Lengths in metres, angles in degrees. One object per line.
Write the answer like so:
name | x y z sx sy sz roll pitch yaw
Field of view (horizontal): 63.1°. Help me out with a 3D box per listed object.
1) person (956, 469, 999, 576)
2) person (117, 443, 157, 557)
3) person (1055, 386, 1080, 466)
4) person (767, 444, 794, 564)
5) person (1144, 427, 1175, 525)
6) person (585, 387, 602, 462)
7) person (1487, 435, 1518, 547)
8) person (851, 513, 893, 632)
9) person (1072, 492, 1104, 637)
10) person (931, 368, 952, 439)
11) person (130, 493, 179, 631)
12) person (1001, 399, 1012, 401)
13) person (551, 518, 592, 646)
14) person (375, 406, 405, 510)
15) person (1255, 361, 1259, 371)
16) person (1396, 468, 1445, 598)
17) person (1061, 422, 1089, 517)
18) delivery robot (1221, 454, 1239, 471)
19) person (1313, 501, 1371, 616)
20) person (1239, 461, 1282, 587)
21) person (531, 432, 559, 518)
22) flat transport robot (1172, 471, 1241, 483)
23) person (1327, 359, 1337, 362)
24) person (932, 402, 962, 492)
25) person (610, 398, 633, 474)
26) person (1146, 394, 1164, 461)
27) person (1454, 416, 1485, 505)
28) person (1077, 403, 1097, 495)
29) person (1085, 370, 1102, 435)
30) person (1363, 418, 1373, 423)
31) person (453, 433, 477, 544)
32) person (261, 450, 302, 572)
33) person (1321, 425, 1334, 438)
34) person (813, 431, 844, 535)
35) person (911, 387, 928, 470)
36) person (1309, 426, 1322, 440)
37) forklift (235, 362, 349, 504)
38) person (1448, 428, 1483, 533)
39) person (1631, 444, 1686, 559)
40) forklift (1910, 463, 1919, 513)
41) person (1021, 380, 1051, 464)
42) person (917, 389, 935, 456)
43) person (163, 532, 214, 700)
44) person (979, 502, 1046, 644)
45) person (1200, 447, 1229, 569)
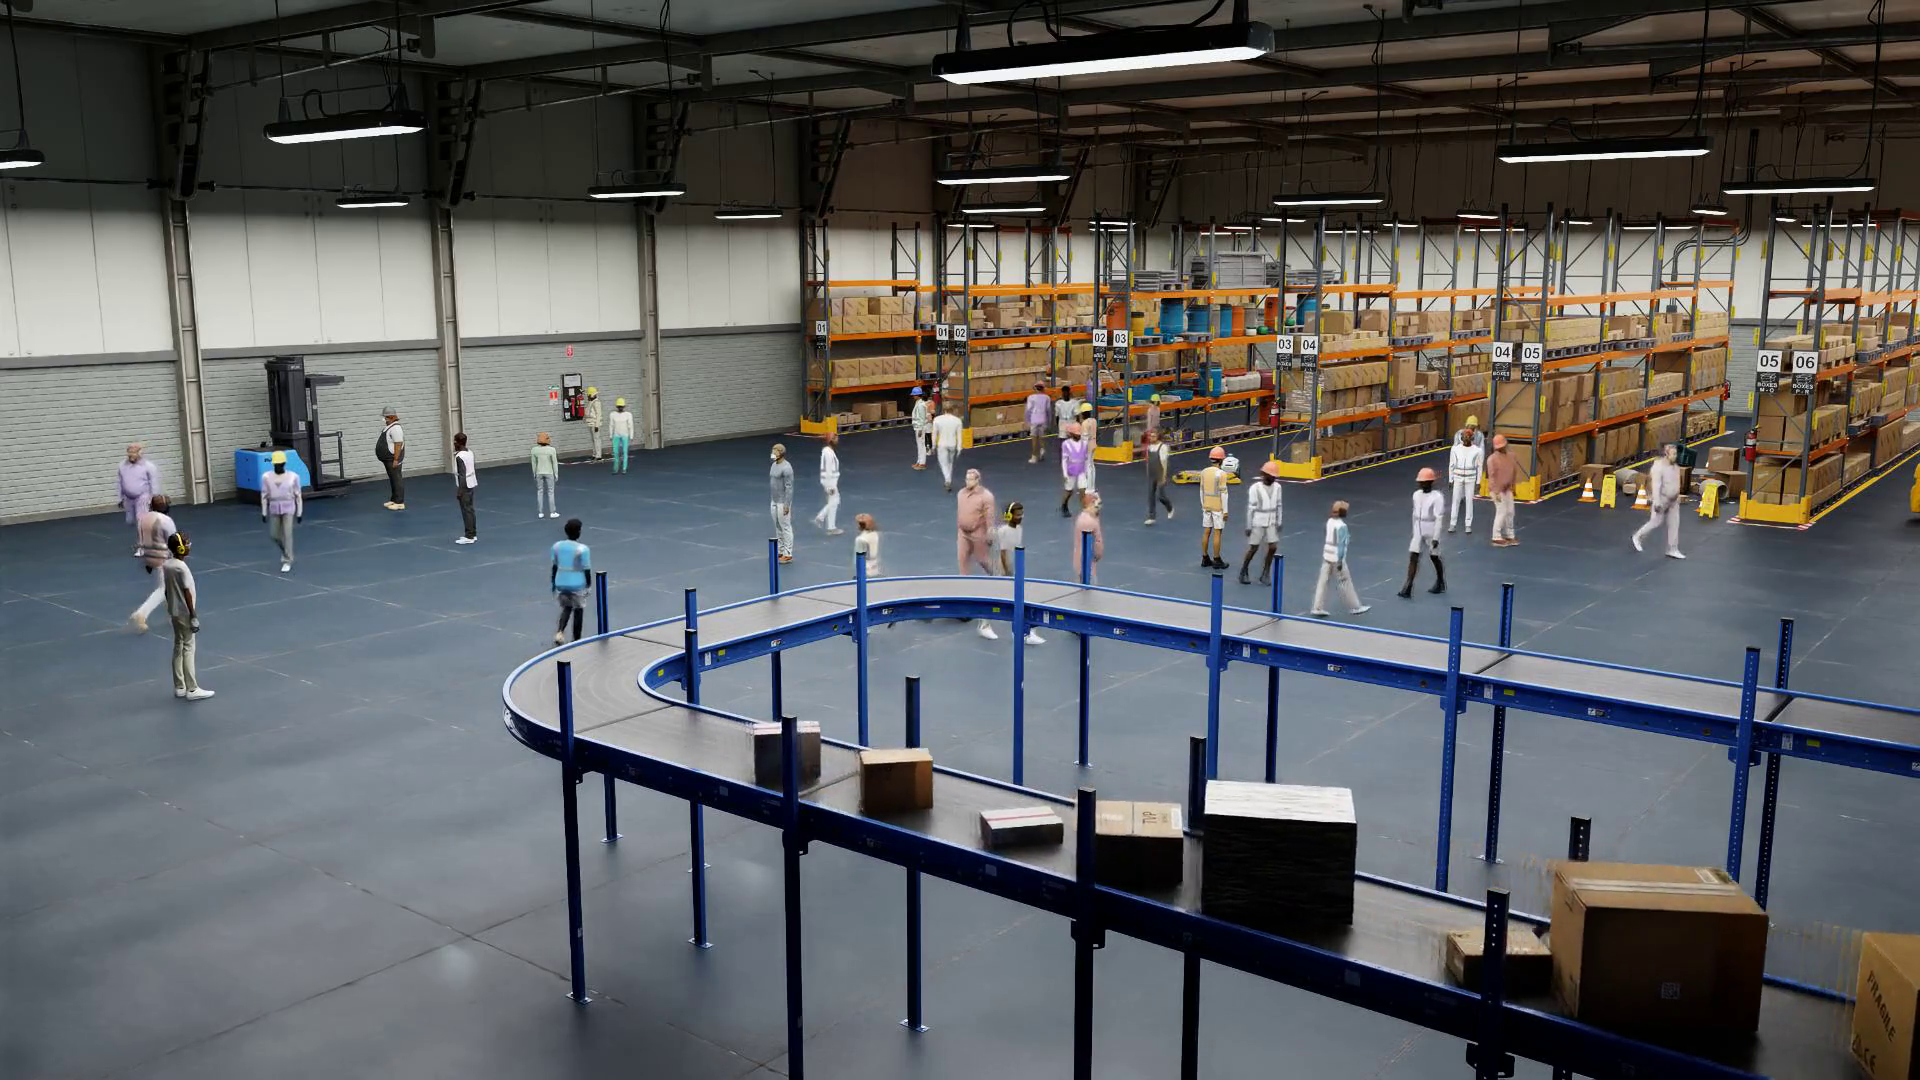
person | 0.240 -0.119 22.849 0.650 1.883 0.822 7 12 35
person | -13.707 -0.702 26.141 0.646 1.882 0.754 1 10 5
person | 2.591 -2.765 37.660 0.607 1.924 0.993 2 10 10
person | -2.915 -0.602 25.394 0.366 1.939 0.635 -6 12 -31
person | 3.713 -1.191 29.038 0.588 1.825 0.537 -8 13 -39
person | -8.958 -2.831 38.243 0.404 1.828 0.603 -5 11 -26
person | 9.310 -0.855 26.844 0.664 1.937 0.400 -5 11 -27
person | -1.179 0.446 20.402 0.522 1.619 0.525 5 11 25
person | 1.662 0.304 20.504 0.451 1.868 0.694 1 10 3
person | -0.517 -3.771 43.102 0.629 1.992 1.042 9 13 40
person | -10.643 0.292 20.726 0.618 1.813 0.792 8 13 39
person | 1.408 -4.516 47.426 0.372 1.939 0.629 -10 14 -43
person | -4.853 0.570 19.524 0.584 1.674 0.386 3 11 17
person | -11.261 -1.614 30.925 0.539 2.000 0.688 -6 12 -30
person | 10.460 -5.923 56.276 0.522 1.599 0.704 -2 10 -9
person | 6.813 -0.118 22.836 0.980 1.890 0.563 -7 12 -35
person | 2.149 -1.295 29.483 0.550 1.891 0.849 -2 10 -13
delivery robot | 6.110 -1.701 35.333 0.477 0.478 0.707 3 10 15
person | 5.241 0.260 21.484 0.832 1.595 0.533 -2 10 -12
person | 4.566 -0.267 23.627 0.568 1.911 0.640 -4 11 -21
person | -7.910 -1.239 29.844 0.500 1.633 0.280 1 10 3
flat transport robot | 5.470 -1.403 34.715 1.431 0.197 0.652 0 10 1
person | 12.660 -5.486 52.918 0.543 1.928 0.373 9 14 42
person | -0.257 -1.979 33.244 0.631 1.916 0.871 -3 10 -15
person | -7.768 -2.366 35.826 0.553 1.746 0.637 0 10 -3
person | 4.640 -2.583 37.049 0.479 1.747 0.555 7 12 36
person | 10.221 -1.591 31.414 0.610 1.773 0.928 2 10 10
person | 2.672 -1.920 32.843 0.366 1.928 0.585 5 11 25
person | 3.765 -3.879 44.169 0.441 1.853 0.579 -9 14 -42
person | 12.331 -4.502 47.254 0.629 1.970 0.753 9 14 42
person | -8.596 -0.909 27.181 0.377 1.917 0.599 0 10 -3
person | -10.720 -0.479 24.771 0.600 1.914 0.618 -1 10 -8
person | 10.135 -3.710 43.178 0.621 1.839 0.429 9 13 41
person | -2.316 -1.023 27.964 0.459 1.865 0.596 -2 10 -11
person | -0.962 -2.631 36.809 0.402 1.941 0.602 -1 10 -7
person | 8.920 -3.015 39.171 0.521 1.873 0.334 9 14 42
forklift | -13.803 -2.244 32.110 1.129 2.768 1.873 8 13 37
person | 9.103 -1.074 28.203 0.575 1.886 0.362 4 11 24
person | 11.648 -0.667 25.942 0.647 1.881 0.862 -5 11 -28
forklift | 19.034 -1.348 28.998 2.313 2.155 1.214 8 13 37
person | 1.847 -2.859 37.931 0.733 1.995 0.498 -5 11 -28
person | -0.850 -2.956 39.369 0.586 1.698 0.331 10 14 44
person | -8.669 0.837 17.486 0.519 1.873 0.328 8 13 37
person | 0.633 0.412 20.049 0.987 1.823 0.512 9 13 41
person | 4.081 -0.523 24.957 0.362 1.934 0.551 -7 12 -35
